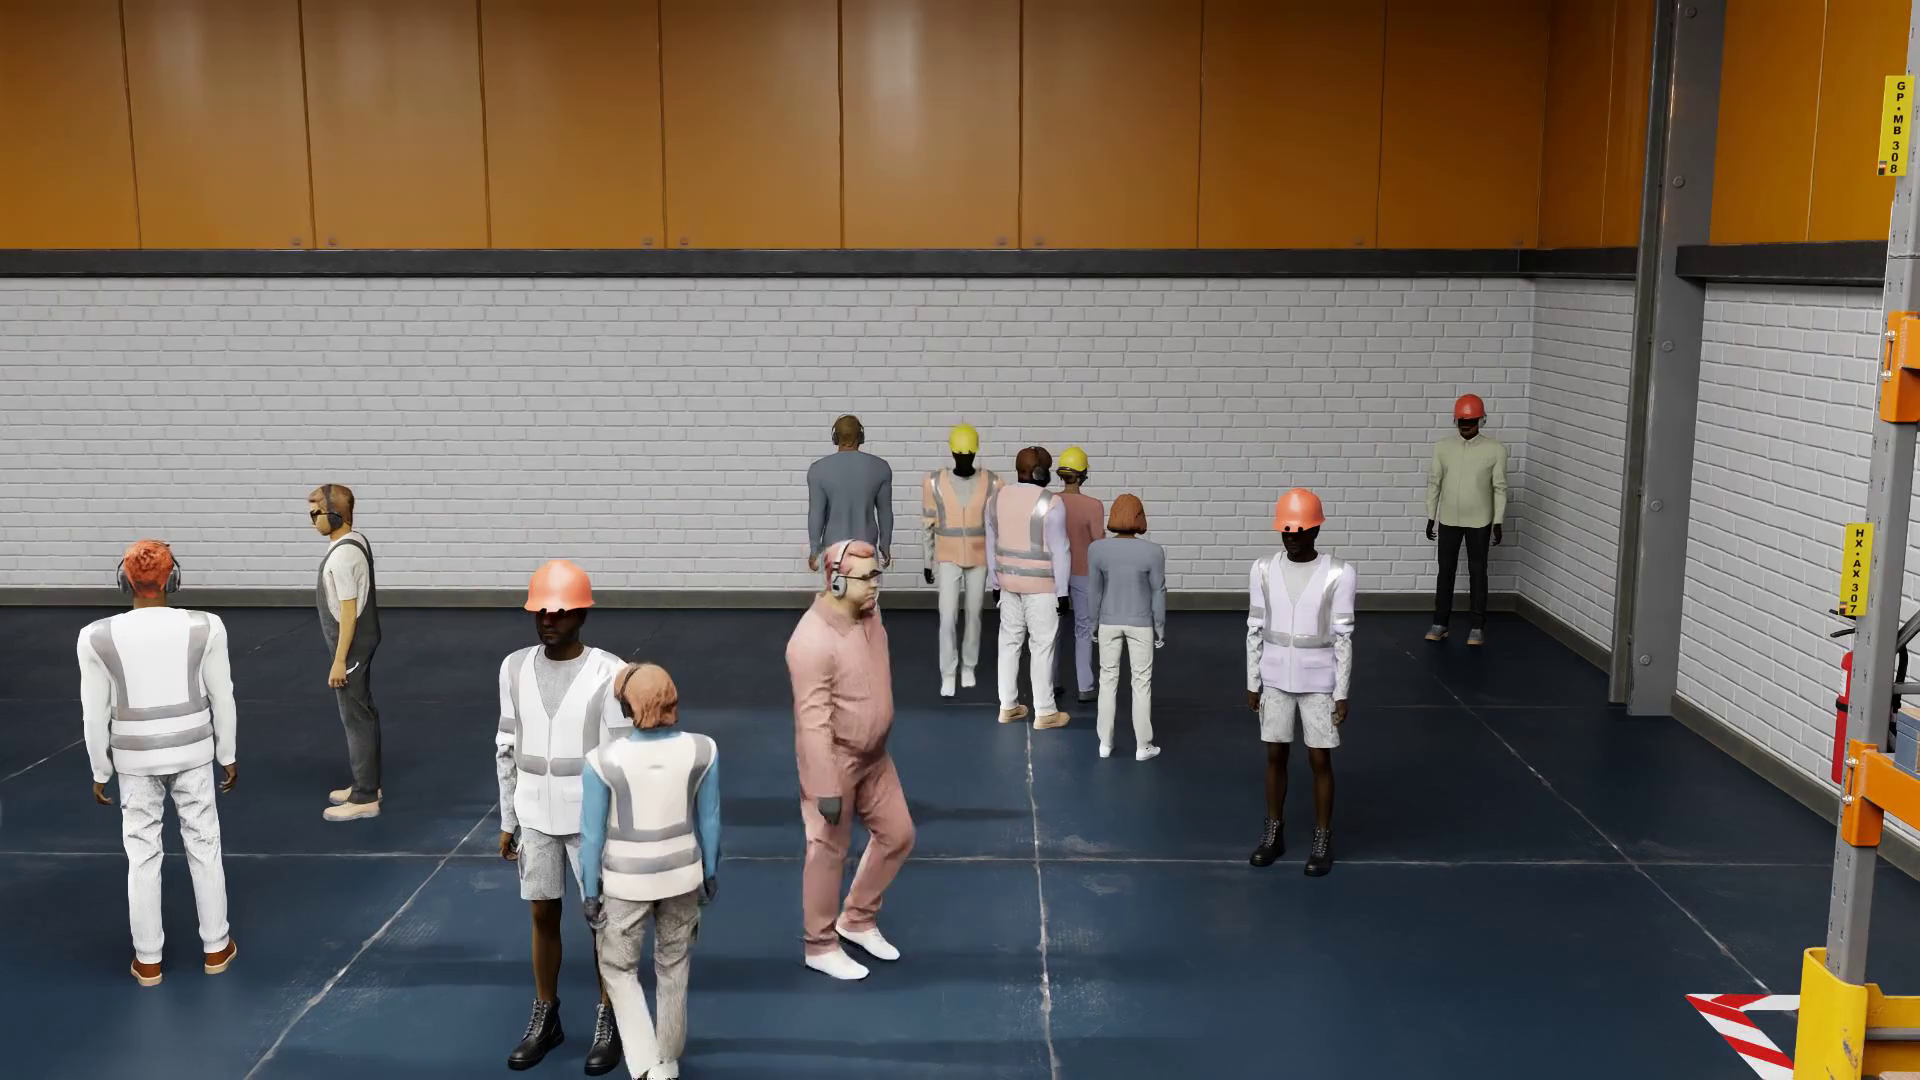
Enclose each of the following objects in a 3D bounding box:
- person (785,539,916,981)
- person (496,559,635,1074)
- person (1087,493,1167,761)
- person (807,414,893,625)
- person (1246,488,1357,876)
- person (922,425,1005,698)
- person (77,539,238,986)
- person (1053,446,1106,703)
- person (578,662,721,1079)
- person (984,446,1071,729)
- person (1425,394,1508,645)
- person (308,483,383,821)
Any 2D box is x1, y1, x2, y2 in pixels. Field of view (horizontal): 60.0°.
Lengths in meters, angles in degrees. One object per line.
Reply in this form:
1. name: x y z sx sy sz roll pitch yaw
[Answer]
1. person: -0.448 0.928 6.952 0.513 1.887 0.681 4 10 24
2. person: -1.471 1.028 6.211 0.545 1.943 0.347 2 10 9
3. person: 1.015 0.528 10.120 0.497 1.635 0.286 3 10 20
4. person: -0.792 0.057 12.039 0.635 1.935 0.349 -3 10 -16
5. person: 1.665 0.699 8.227 0.542 1.933 0.382 5 11 27
6. person: 0.040 0.147 11.607 0.600 1.895 0.775 0 9 -2
7. person: -3.339 0.929 6.983 0.575 1.883 0.355 -5 11 -26
8. person: 0.781 0.237 11.464 0.525 1.772 0.304 6 11 32
9. person: -1.088 1.235 5.925 0.523 1.631 0.552 -5 11 -26
10. person: 0.464 0.305 10.849 0.631 1.840 0.428 7 12 38
11. person: 4.002 -0.164 13.197 0.623 1.991 0.390 5 11 30
12. person: -3.338 0.603 9.056 0.345 1.843 0.504 -2 10 -12
